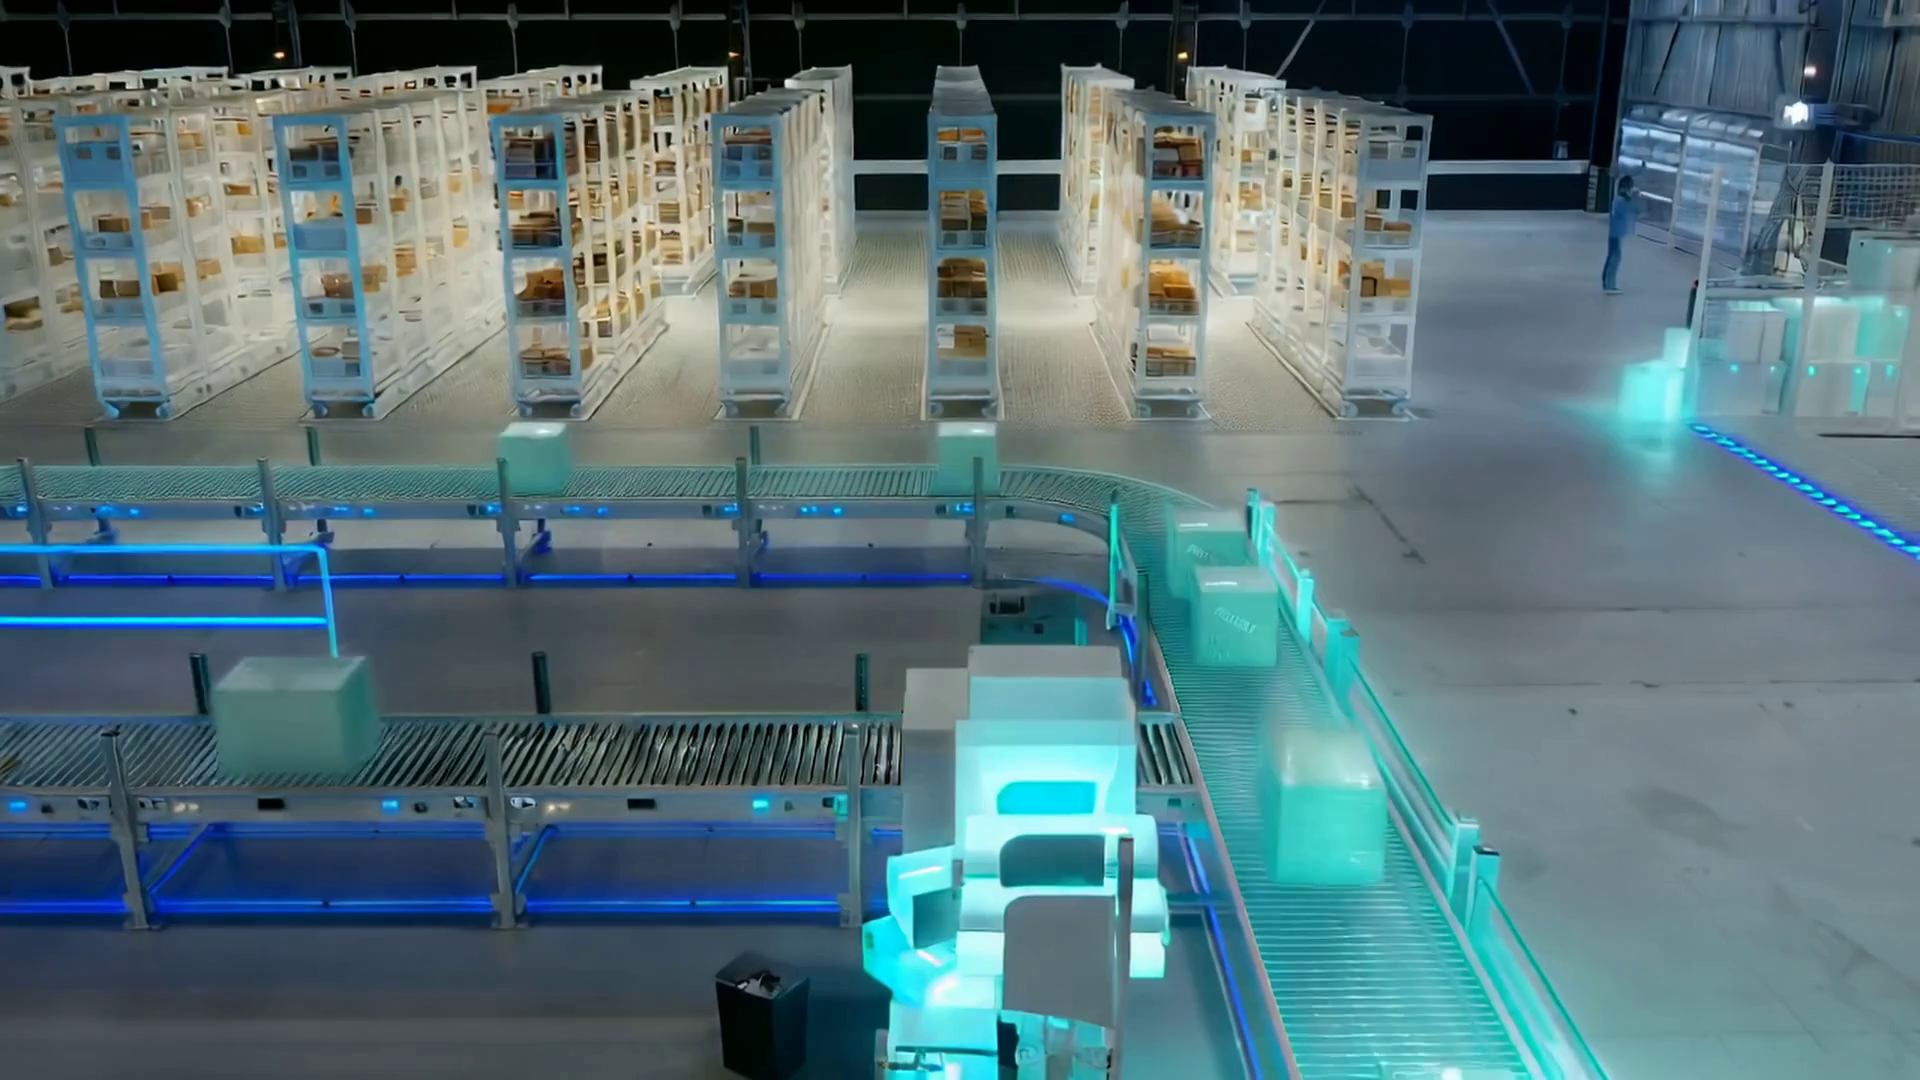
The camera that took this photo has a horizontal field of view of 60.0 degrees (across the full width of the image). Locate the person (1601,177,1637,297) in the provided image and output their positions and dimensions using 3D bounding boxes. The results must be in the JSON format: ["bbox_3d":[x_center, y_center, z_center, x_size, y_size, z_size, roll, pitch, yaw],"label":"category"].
[{"bbox_3d":[11.205,-5.154,28.287,0.383,1.996,0.609,3,18,8],"label":"person"}]

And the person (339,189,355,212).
[{"bbox_3d":[-11.252,-5.865,30.733,0.404,1.836,0.590,-7,19,-21],"label":"person"}]
